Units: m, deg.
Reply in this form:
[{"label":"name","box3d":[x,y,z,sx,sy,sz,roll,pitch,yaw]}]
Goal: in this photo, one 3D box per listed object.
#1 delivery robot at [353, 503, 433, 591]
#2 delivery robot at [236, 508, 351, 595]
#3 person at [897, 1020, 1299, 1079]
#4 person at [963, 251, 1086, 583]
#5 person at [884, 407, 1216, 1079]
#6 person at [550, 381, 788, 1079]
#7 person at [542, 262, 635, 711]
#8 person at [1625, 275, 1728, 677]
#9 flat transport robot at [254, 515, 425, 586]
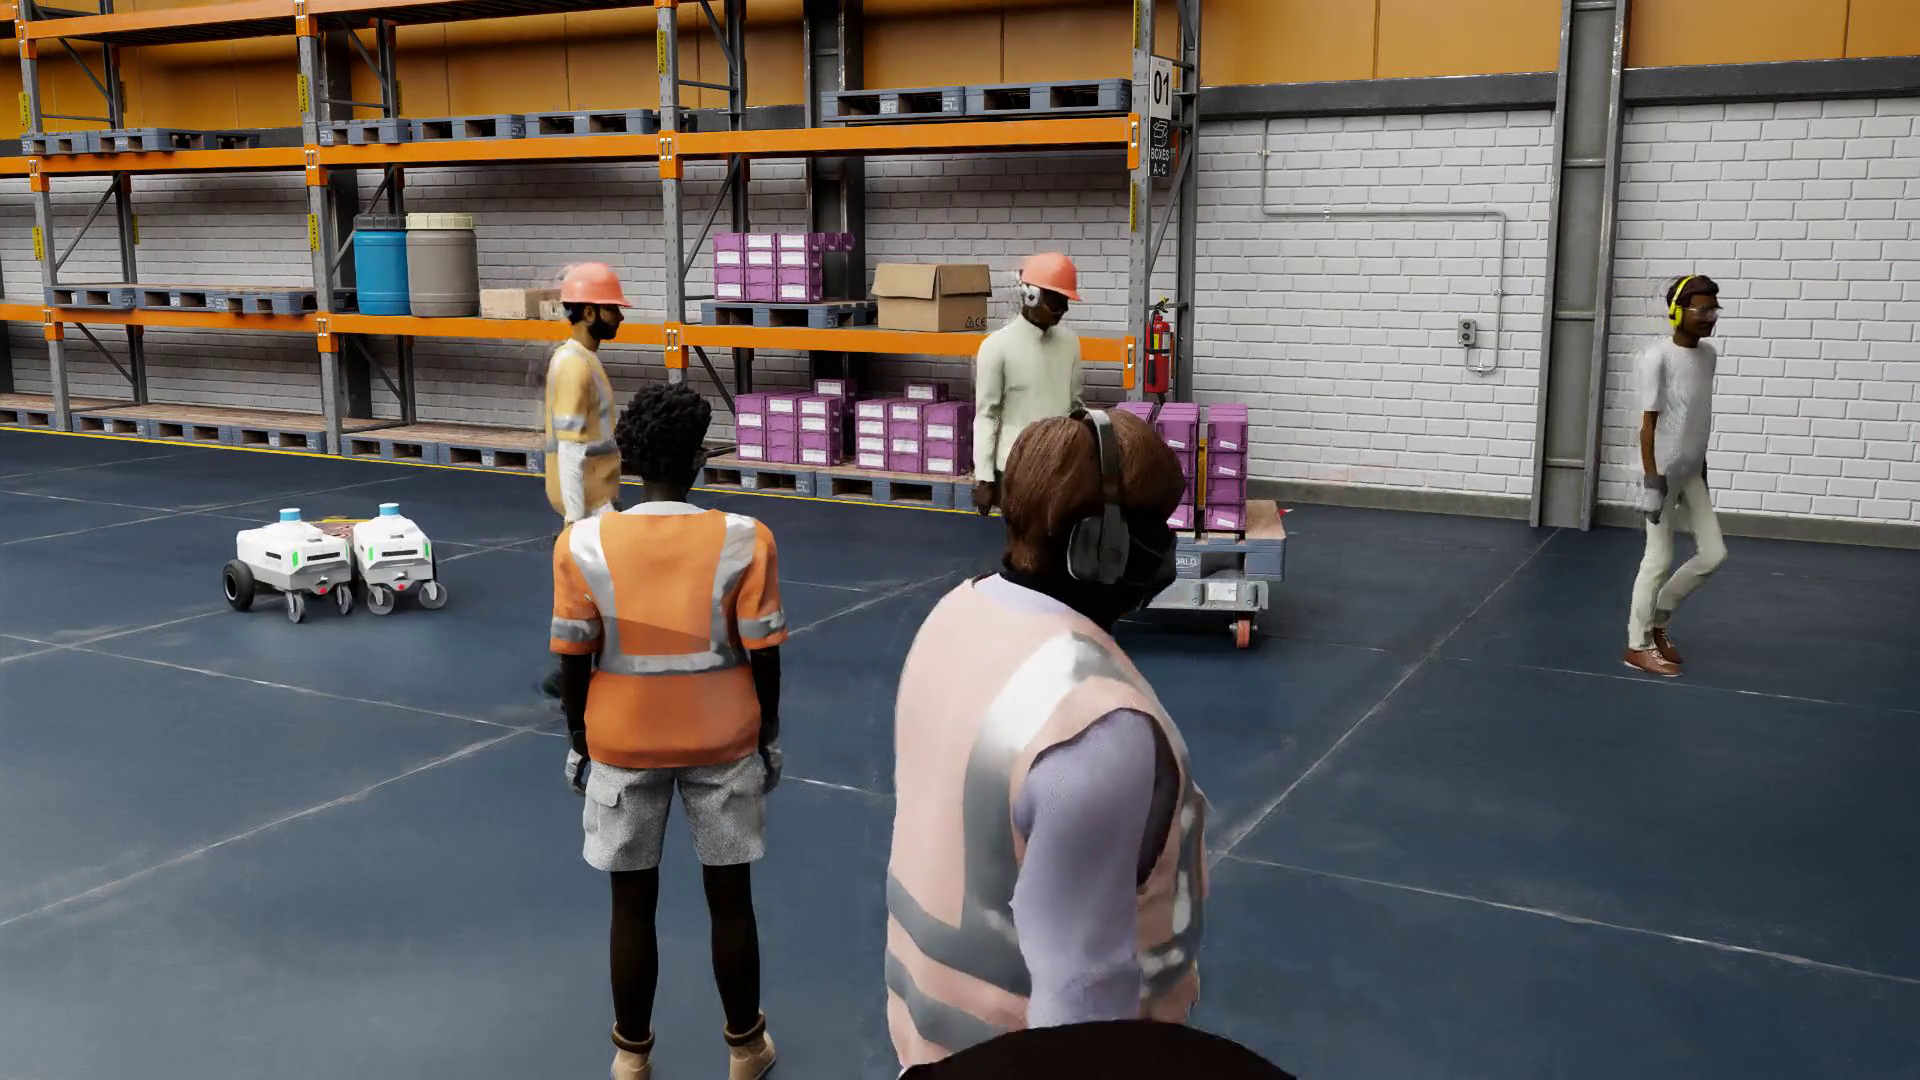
[{"label":"delivery robot","box3d":[-3.129,0.042,9.159,0.477,0.478,0.707,-5,11,-25]},{"label":"delivery robot","box3d":[-3.604,0.073,8.989,0.707,0.478,0.477,9,14,42]},{"label":"person","box3d":[0.188,0.937,0.845,0.680,1.883,0.688,2,11,12]},{"label":"person","box3d":[0.260,-0.340,7.671,0.642,1.959,0.736,-10,14,-43]},{"label":"person","box3d":[0.195,0.707,2.357,0.947,1.791,0.631,-4,11,-21]},{"label":"person","box3d":[-0.667,0.481,3.884,0.538,1.692,0.319,-1,10,-6]},{"label":"person","box3d":[-1.537,-0.191,6.966,0.419,1.922,0.553,-3,11,-14]},{"label":"person","box3d":[3.296,-0.282,7.636,0.552,1.851,0.421,-6,12,-31]},{"label":"flat transport robot","box3d":[-3.810,0.054,10.129,0.652,0.197,1.431,0,10,0]}]
